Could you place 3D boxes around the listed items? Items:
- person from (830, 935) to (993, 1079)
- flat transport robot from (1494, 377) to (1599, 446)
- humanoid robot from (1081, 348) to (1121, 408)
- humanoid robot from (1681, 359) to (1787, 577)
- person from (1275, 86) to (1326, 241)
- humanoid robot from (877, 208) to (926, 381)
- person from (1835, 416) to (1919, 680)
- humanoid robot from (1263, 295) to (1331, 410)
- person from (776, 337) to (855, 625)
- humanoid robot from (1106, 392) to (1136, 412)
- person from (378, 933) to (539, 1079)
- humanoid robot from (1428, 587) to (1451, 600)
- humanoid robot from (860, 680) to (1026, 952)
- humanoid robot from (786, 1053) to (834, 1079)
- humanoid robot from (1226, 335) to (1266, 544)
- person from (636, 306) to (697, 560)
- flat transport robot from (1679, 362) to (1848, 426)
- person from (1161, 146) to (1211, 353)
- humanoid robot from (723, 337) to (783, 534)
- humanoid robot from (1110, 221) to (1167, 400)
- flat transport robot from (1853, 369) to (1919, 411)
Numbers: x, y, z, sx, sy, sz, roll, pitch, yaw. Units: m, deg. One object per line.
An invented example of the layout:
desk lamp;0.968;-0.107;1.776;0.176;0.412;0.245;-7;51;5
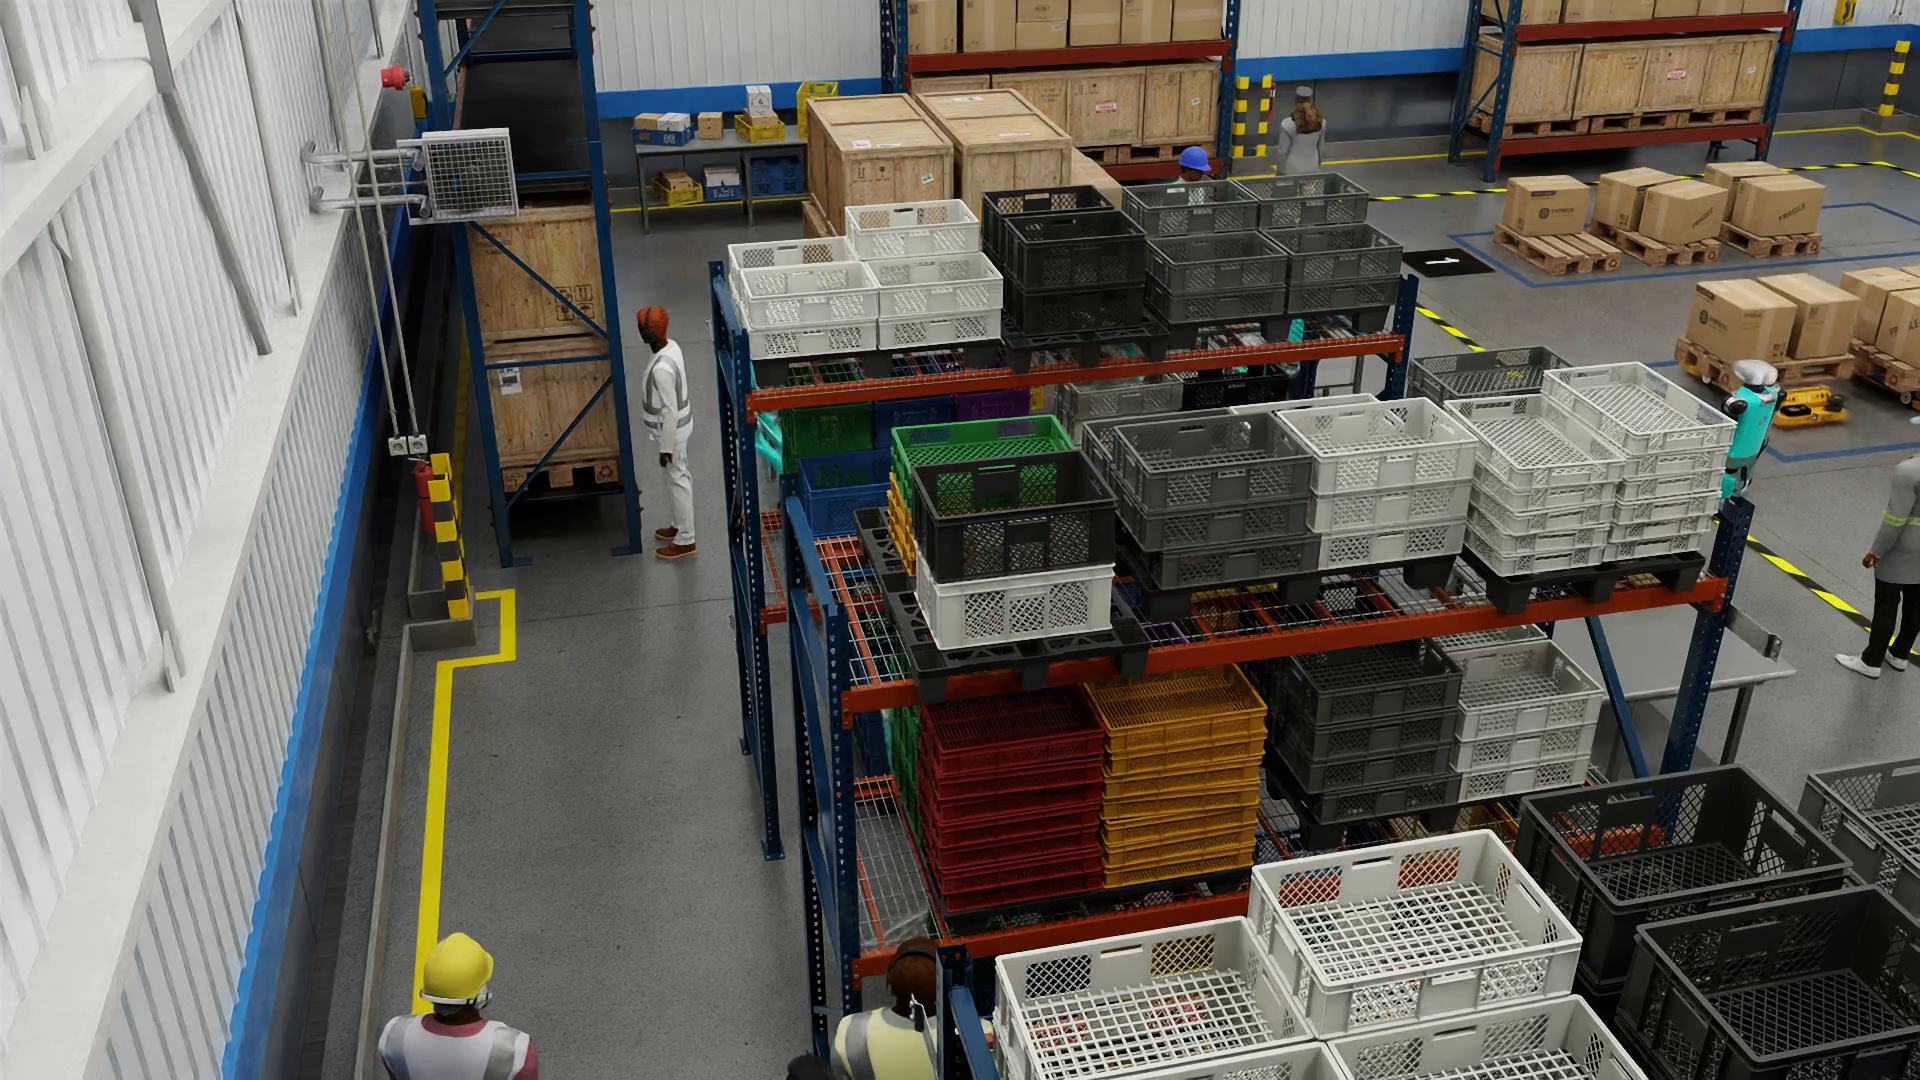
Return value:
person;-0.144;2.214;6.159;0.627;1.843;0.429;0;28;0
flat transport robot;4.780;-1.036;14.013;0.659;0.231;1.431;-6;28;-12
humanoid robot;0.989;-0.584;11.653;0.518;1.643;0.603;21;34;34
humanoid robot;5.020;-0.479;11.242;0.533;1.673;0.735;-15;31;-26
person;3.682;-4.035;18.099;0.570;1.761;0.408;-10;29;-18
humanoid robot;-0.515;-2.176;14.691;0.674;1.636;0.600;-7;29;-13
person;5.890;0.003;10.348;0.588;1.847;0.396;-9;29;-17
humanoid robot;2.337;-1.145;12.654;0.815;1.785;0.603;-21;34;-34
person;-0.912;-0.378;10.935;0.704;2.003;0.479;-22;35;-35
humanoid robot;0.981;-0.289;11.075;0.352;1.643;0.586;-11;30;-20
person;-1.777;2.217;6.178;0.584;1.824;0.405;3;28;6
humanoid robot;3.336;-0.304;11.118;0.341;1.650;0.611;-13;31;-24
humanoid robot;-0.052;1.343;7.912;1.013;1.739;0.553;-7;29;-14
humanoid robot;-0.508;2.424;5.933;0.598;1.647;0.514;-16;32;-28
humanoid robot;2.265;-0.574;11.616;1.000;1.749;0.531;2;28;3
person;-2.068;-0.760;11.757;0.362;1.883;0.574;-3;28;-5
flat transport robot;7.069;-1.396;14.666;0.652;0.197;1.431;-6;28;-12
person;2.056;-2.664;15.313;0.412;1.939;0.602;20;34;33
humanoid robot;-1.323;-0.815;12.024;0.759;1.785;0.549;16;32;28
humanoid robot;1.562;-1.679;13.712;0.532;1.768;0.888;-15;31;-25
flat transport robot;8.473;-1.467;14.800;0.652;0.197;1.431;-6;28;-12
